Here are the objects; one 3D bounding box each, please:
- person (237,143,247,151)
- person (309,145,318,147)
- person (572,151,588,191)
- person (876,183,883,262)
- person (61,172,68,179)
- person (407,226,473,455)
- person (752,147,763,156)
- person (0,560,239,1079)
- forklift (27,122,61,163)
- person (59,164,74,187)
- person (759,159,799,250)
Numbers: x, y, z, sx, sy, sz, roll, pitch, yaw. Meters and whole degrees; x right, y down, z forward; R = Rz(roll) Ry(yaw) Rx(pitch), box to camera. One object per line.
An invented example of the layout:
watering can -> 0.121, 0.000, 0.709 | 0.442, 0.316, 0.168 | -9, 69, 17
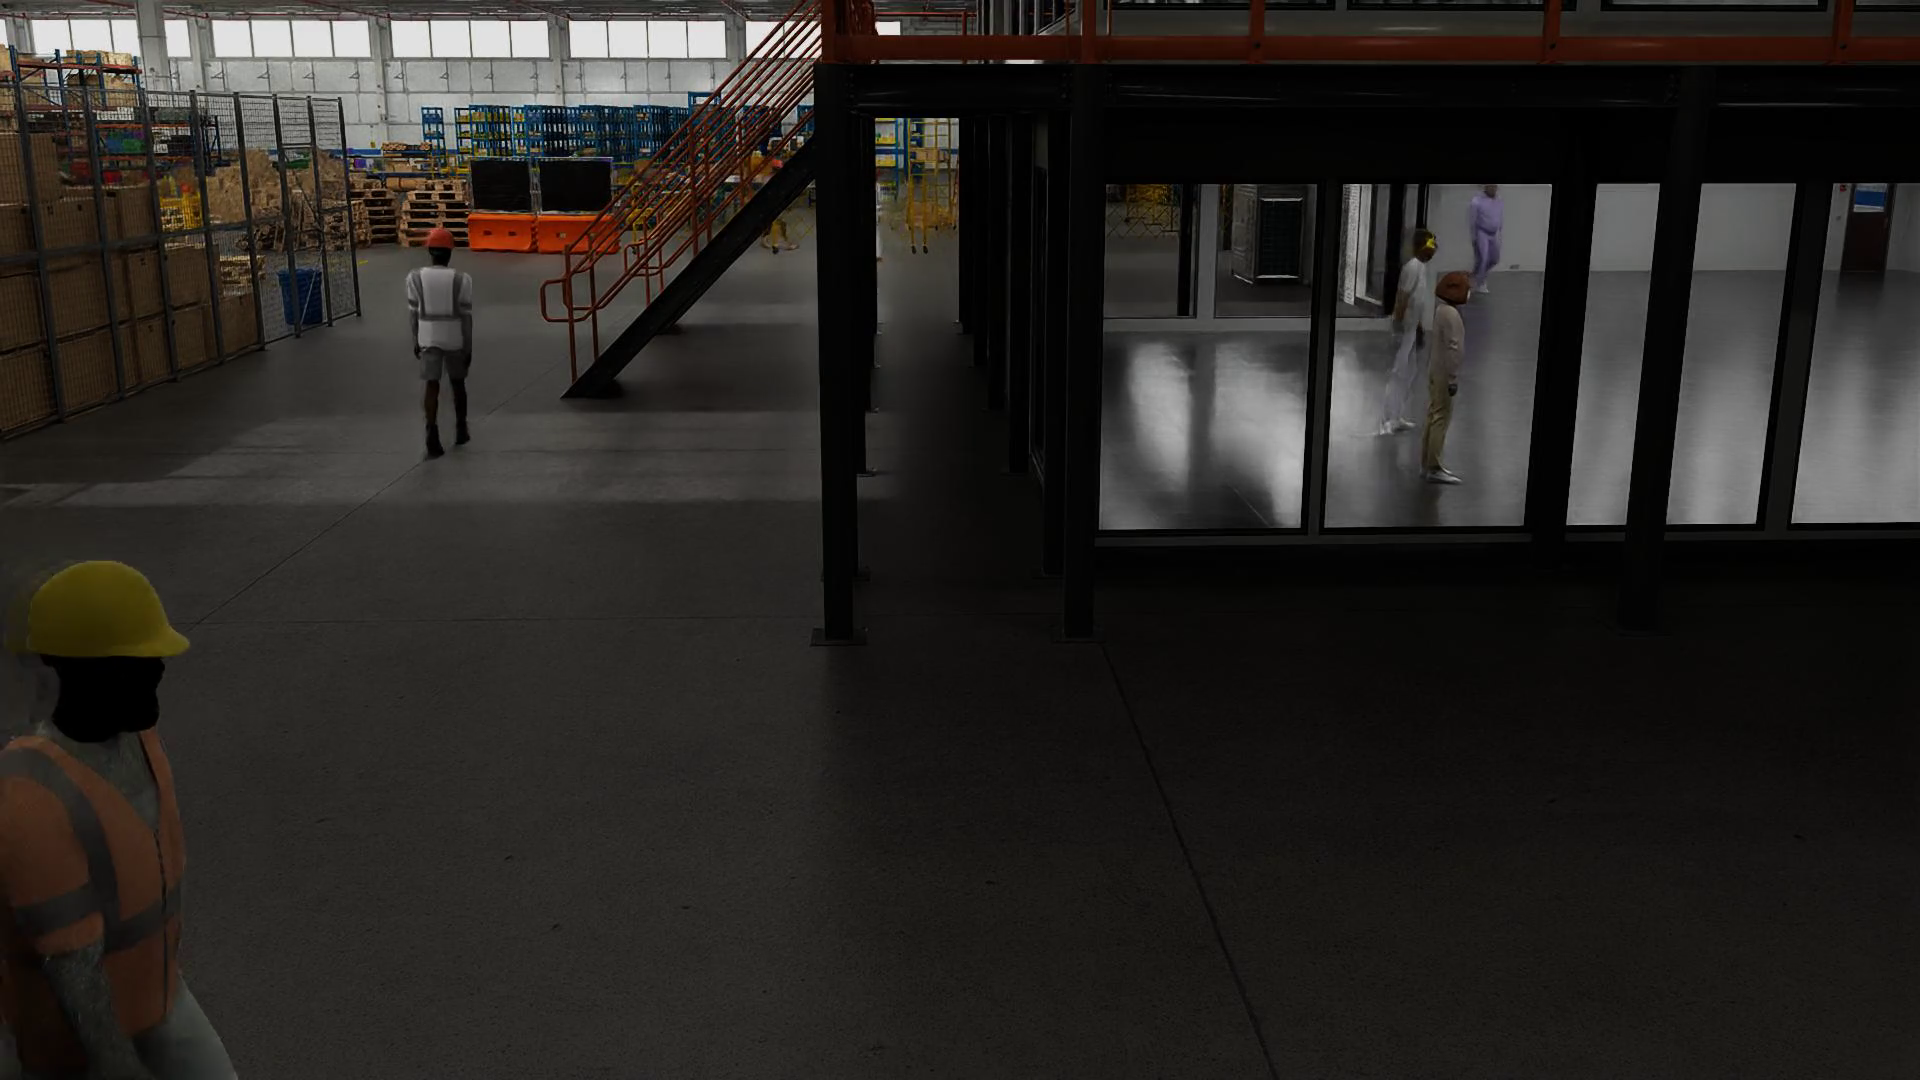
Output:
person -> -34.097, -18.039, 79.330 | 0.604, 1.948, 0.870 | -3, 14, -13
person -> -36.338, -21.529, 93.517 | 0.629, 1.833, 0.429 | -7, 15, -25
person -> -14.467, -13.853, 63.056 | 0.924, 1.725, 0.533 | -9, 17, -32
person -> -1.832, -6.505, 33.366 | 0.632, 1.866, 0.592 | 2, 14, 7
person -> -24.392, -9.378, 45.009 | 0.599, 1.806, 0.842 | -1, 14, -5
person -> -4.377, -1.689, 14.063 | 0.542, 1.909, 0.926 | -2, 14, -10
person -> -9.256, -17.094, 75.802 | 0.403, 1.823, 0.586 | 12, 19, 41
person -> -1.667, 0.969, 3.478 | 0.919, 1.887, 0.600 | 1, 14, 2
forklift -> -35.376, -14.773, 64.377 | 1.129, 2.768, 1.873 | -1, 14, -2
person -> -18.263, -6.696, 33.902 | 0.509, 1.981, 0.624 | 7, 16, 25
person -> -4.070, -7.429, 36.847 | 1.077, 2.000, 0.612 | 6, 15, 23
